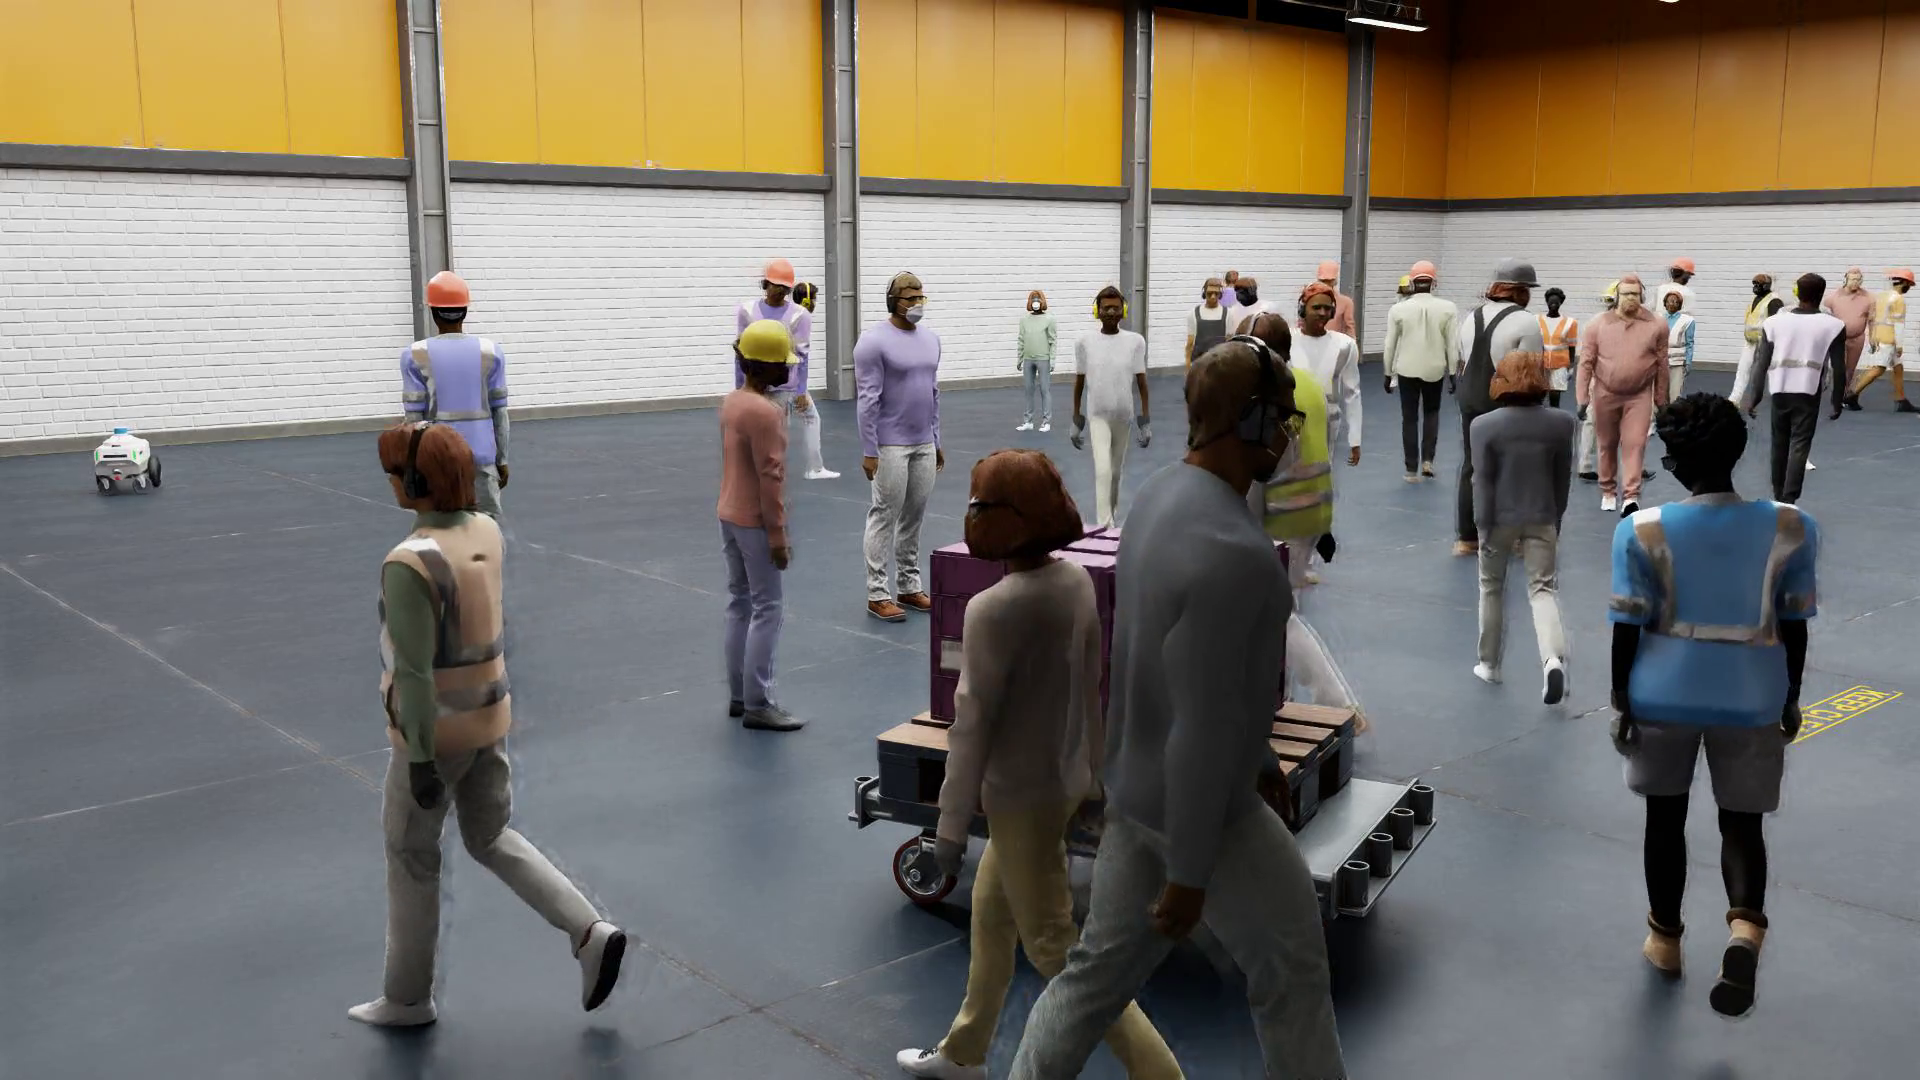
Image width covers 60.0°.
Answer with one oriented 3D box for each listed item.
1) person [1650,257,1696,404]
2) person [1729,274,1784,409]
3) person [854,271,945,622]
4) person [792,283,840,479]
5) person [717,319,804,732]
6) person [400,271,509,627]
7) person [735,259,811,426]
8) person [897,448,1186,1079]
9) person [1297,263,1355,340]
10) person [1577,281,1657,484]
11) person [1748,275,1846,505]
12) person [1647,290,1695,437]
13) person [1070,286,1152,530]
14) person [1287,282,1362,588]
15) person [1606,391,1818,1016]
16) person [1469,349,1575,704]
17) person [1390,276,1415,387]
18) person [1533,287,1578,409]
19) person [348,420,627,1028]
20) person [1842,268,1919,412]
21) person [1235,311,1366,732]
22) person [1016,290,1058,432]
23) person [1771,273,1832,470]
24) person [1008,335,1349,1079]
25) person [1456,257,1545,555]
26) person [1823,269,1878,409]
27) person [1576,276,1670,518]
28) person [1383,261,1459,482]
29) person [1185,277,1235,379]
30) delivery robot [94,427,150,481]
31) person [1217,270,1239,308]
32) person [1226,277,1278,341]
[{"bbox_3d":[8.690,-2.478,20.549,0.766,2.005,0.674,-5,11,-27],"label":"person"},{"bbox_3d":[10.611,-2.607,21.931,0.941,1.803,0.617,-1,10,-7],"label":"person"},{"bbox_3d":[-0.323,-0.524,9.305,0.354,1.937,0.635,8,13,40],"label":"person"},{"bbox_3d":[-1.542,-1.402,14.921,0.908,1.799,0.544,-9,13,-43],"label":"person"},{"bbox_3d":[-0.873,-0.062,7.171,0.328,1.752,0.576,-5,11,-27],"label":"person"},{"bbox_3d":[-2.677,-0.450,8.865,0.545,1.943,0.347,-5,11,-26],"label":"person"},{"bbox_3d":[-1.509,-1.262,13.471,0.620,1.994,0.593,-1,10,-3],"label":"person"},{"bbox_3d":[0.205,0.589,3.785,0.824,1.600,0.513,5,11,29],"label":"person"},{"bbox_3d":[4.080,-2.089,18.558,0.644,1.906,1.012,2,10,9],"label":"person"},{"bbox_3d":[5.880,-1.394,14.790,0.820,1.797,0.624,-3,10,-15],"label":"person"},{"bbox_3d":[6.598,-1.133,13.067,0.626,1.867,0.961,7,12,37],"label":"person"},{"bbox_3d":[7.909,-1.960,18.581,0.514,1.643,0.307,6,11,30],"label":"person"},{"bbox_3d":[1.050,-0.838,11.520,0.540,1.821,0.962,-1,10,-3],"label":"person"},{"bbox_3d":[2.140,-0.620,10.081,0.621,1.859,0.698,0,10,-2],"label":"person"},{"bbox_3d":[1.992,0.444,4.425,0.536,1.667,0.651,3,10,16],"label":"person"},{"bbox_3d":[2.577,-0.071,7.622,0.490,1.606,0.770,1,10,4],"label":"person"},{"bbox_3d":[6.832,-3.190,25.550,0.502,1.714,0.749,7,12,36],"label":"person"},{"bbox_3d":[6.353,-1.873,17.914,0.550,1.686,0.370,3,10,19],"label":"person"},{"bbox_3d":[-1.260,0.494,4.280,0.686,1.619,0.521,3,10,15],"label":"person"},{"bbox_3d":[12.017,-2.589,21.593,0.953,1.886,0.558,3,10,17],"label":"person"},{"bbox_3d":[1.418,-0.042,6.923,0.698,1.802,0.646,7,12,35],"label":"person"},{"bbox_3d":[0.882,-2.067,19.226,0.507,1.634,0.274,6,11,32],"label":"person"},{"bbox_3d":[7.971,-1.589,15.764,0.539,1.863,0.313,1,10,5],"label":"person"},{"bbox_3d":[0.503,0.529,3.373,1.021,1.878,0.616,-2,10,-11],"label":"person"},{"bbox_3d":[3.700,-0.901,11.213,0.704,2.000,0.702,-5,11,-27],"label":"person"},{"bbox_3d":[11.920,-2.701,22.320,0.659,1.854,1.036,3,10,16],"label":"person"},{"bbox_3d":[5.126,-1.099,12.883,0.673,1.856,0.992,4,10,21],"label":"person"},{"bbox_3d":[4.139,-1.517,14.996,0.651,1.975,0.548,2,10,9],"label":"person"},{"bbox_3d":[2.590,-1.817,17.261,0.509,1.818,0.777,1,10,5],"label":"person"},{"bbox_3d":[-7.191,-0.729,14.279,0.477,0.478,0.707,-3,10,-17],"label":"delivery robot"},{"bbox_3d":[4.185,-3.324,26.086,0.920,1.808,0.580,-9,13,-43],"label":"person"},{"bbox_3d":[3.063,-1.836,17.378,0.650,1.816,0.697,9,13,42],"label":"person"}]
